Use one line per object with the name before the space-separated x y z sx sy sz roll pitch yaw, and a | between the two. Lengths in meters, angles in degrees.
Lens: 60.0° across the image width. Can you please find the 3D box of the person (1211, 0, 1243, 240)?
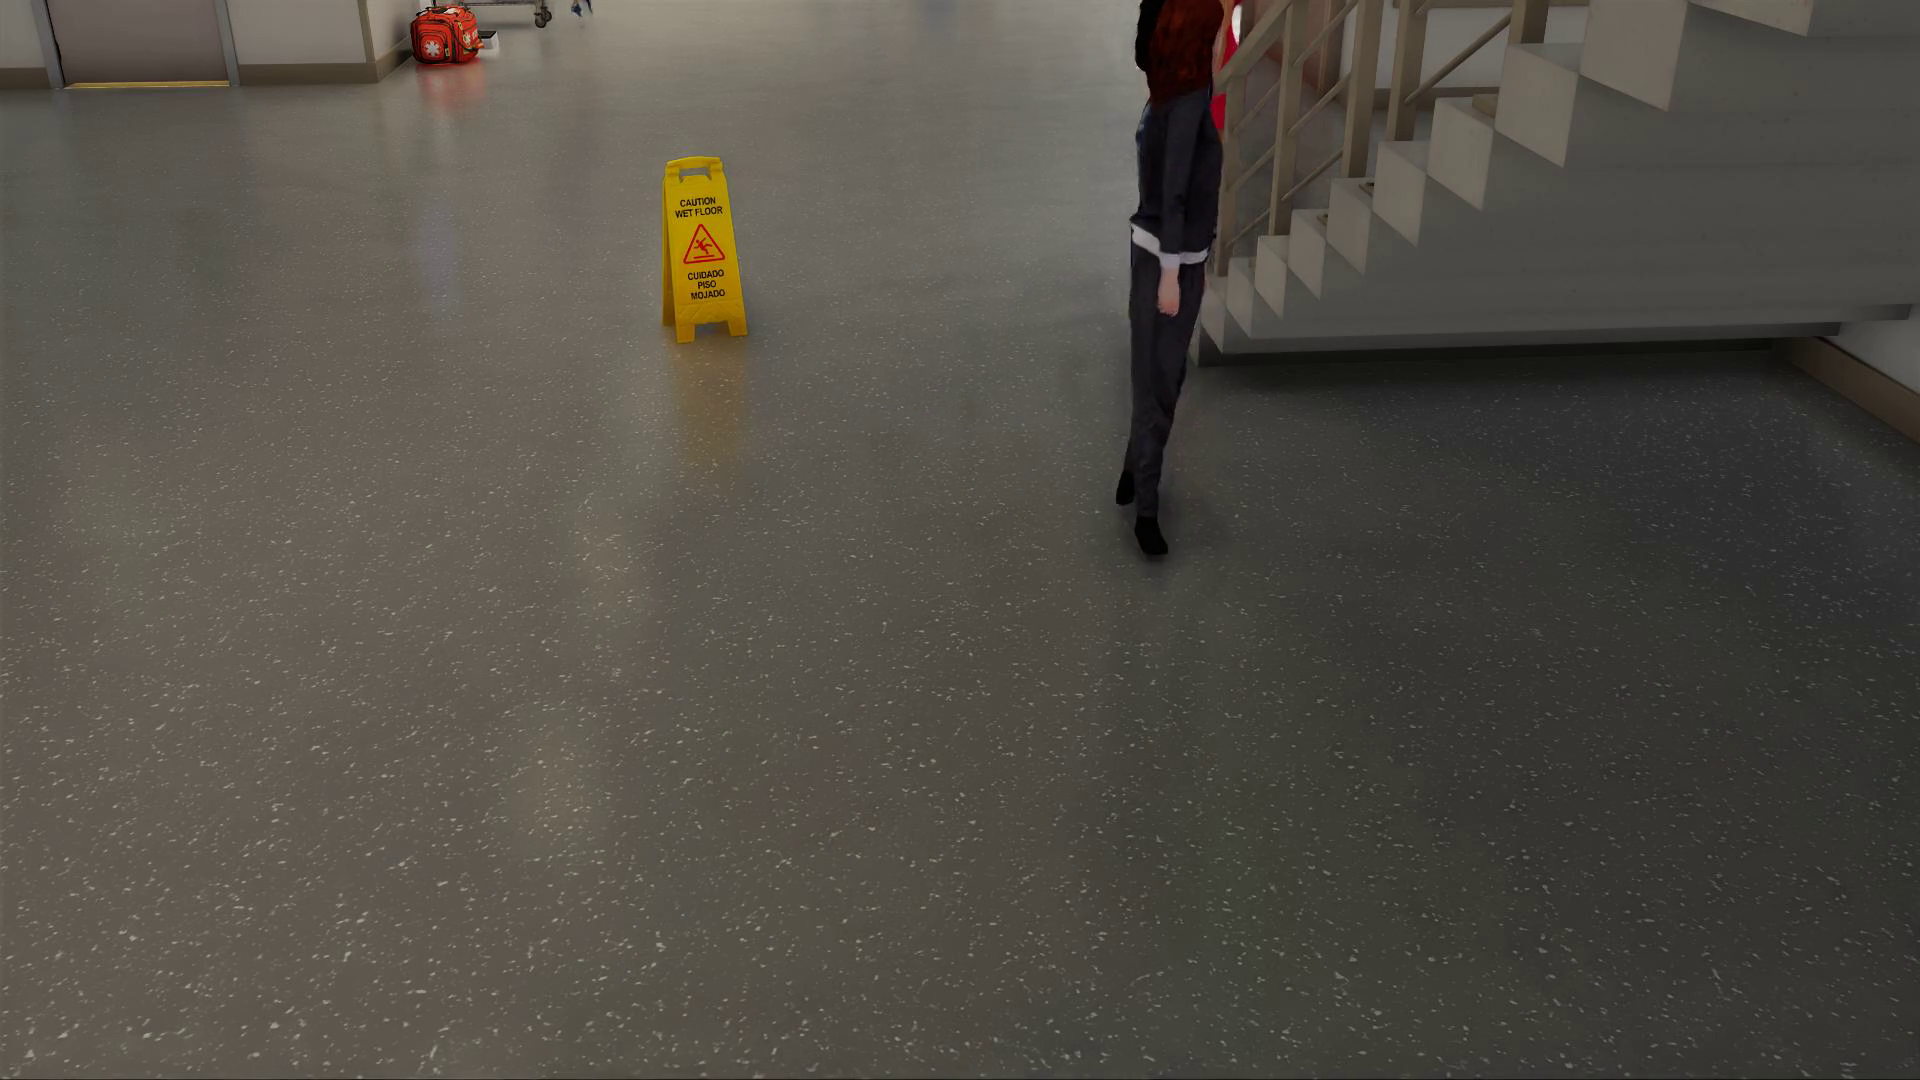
person | 1.350 -2.461 8.714 0.648 1.728 0.500 -5 26 -9

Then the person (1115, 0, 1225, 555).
person | 0.648 -0.817 5.280 0.845 1.751 0.563 10 28 20

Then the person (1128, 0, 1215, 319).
person | 0.894 -1.767 7.414 0.884 1.606 0.827 -23 34 -39
